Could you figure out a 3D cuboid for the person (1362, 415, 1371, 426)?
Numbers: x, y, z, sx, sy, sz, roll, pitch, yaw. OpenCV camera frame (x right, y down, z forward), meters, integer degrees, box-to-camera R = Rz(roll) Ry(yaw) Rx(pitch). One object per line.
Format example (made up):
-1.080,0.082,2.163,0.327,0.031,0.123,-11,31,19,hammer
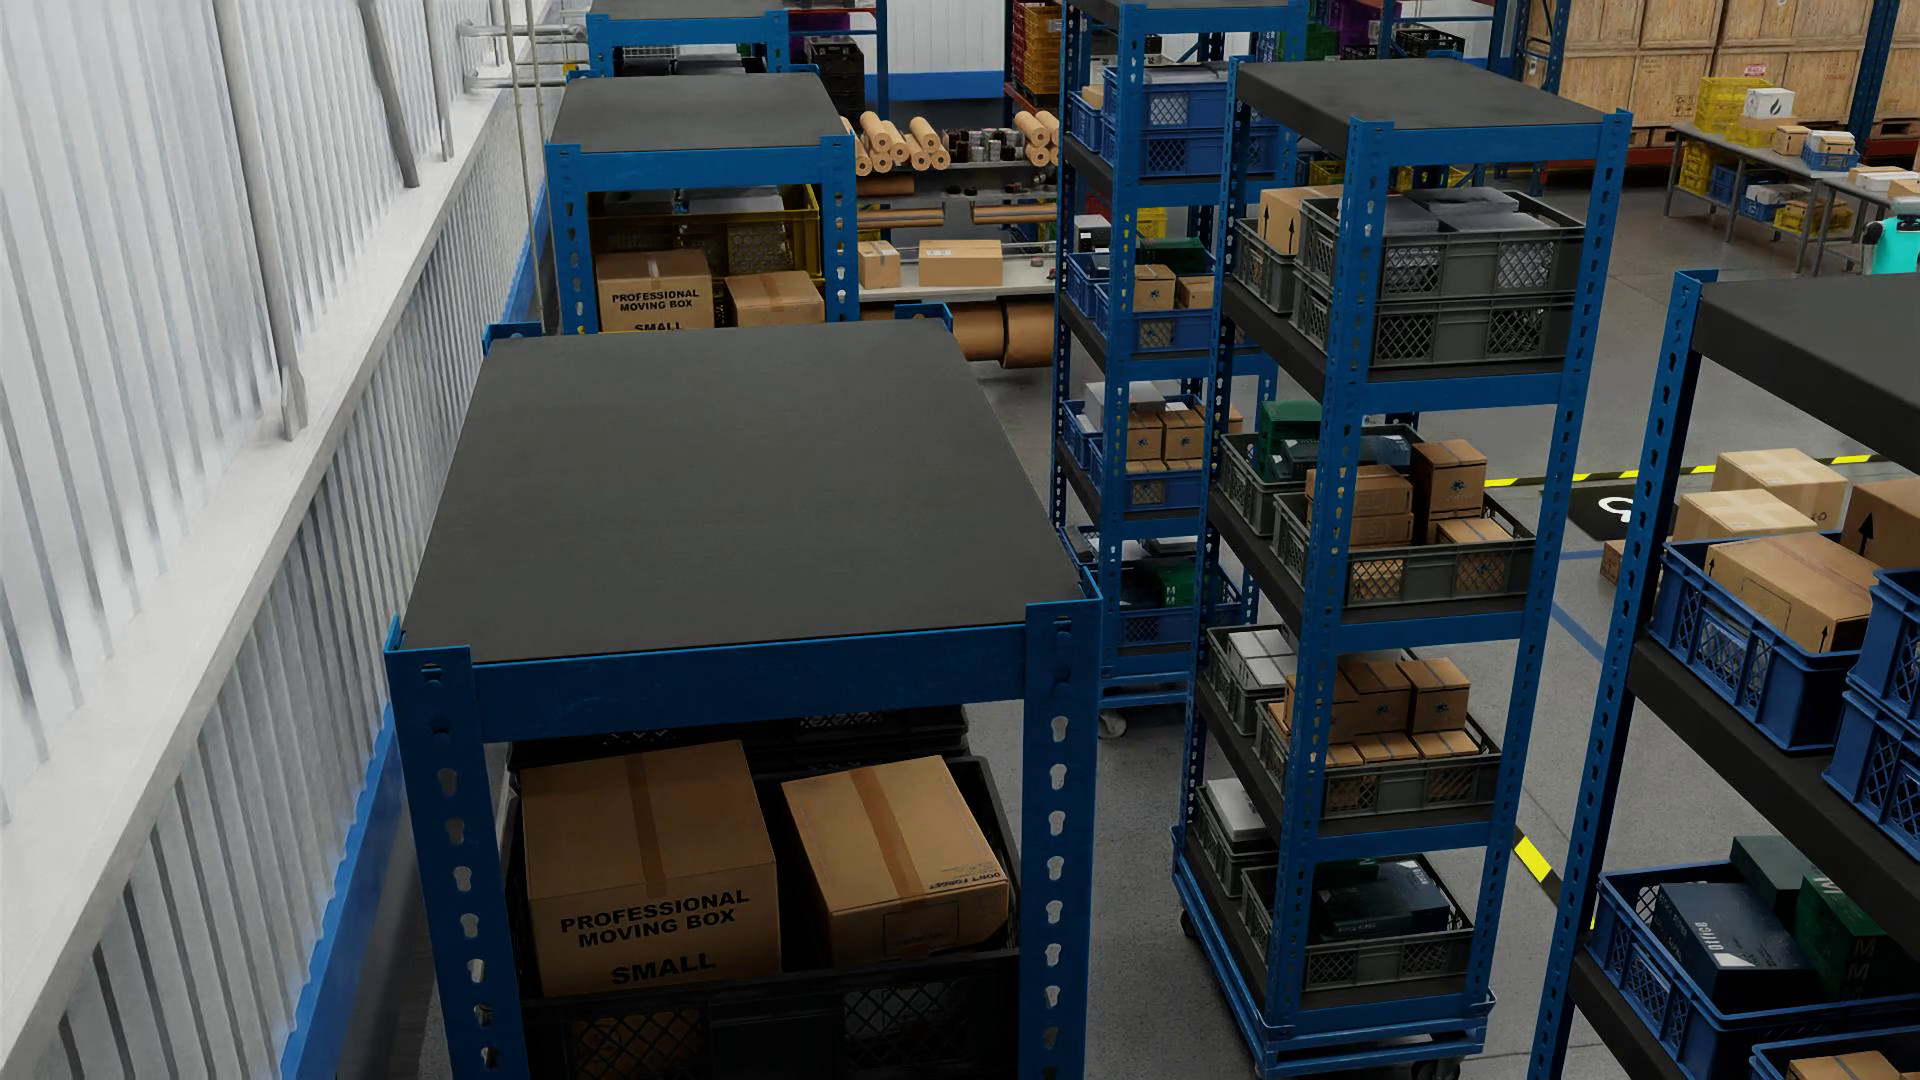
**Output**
1.822,0.194,7.996,0.655,1.846,0.475,11,27,23,person

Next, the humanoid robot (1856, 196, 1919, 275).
6.647,-1.546,11.748,0.533,1.671,0.735,0,25,1,humanoid robot
